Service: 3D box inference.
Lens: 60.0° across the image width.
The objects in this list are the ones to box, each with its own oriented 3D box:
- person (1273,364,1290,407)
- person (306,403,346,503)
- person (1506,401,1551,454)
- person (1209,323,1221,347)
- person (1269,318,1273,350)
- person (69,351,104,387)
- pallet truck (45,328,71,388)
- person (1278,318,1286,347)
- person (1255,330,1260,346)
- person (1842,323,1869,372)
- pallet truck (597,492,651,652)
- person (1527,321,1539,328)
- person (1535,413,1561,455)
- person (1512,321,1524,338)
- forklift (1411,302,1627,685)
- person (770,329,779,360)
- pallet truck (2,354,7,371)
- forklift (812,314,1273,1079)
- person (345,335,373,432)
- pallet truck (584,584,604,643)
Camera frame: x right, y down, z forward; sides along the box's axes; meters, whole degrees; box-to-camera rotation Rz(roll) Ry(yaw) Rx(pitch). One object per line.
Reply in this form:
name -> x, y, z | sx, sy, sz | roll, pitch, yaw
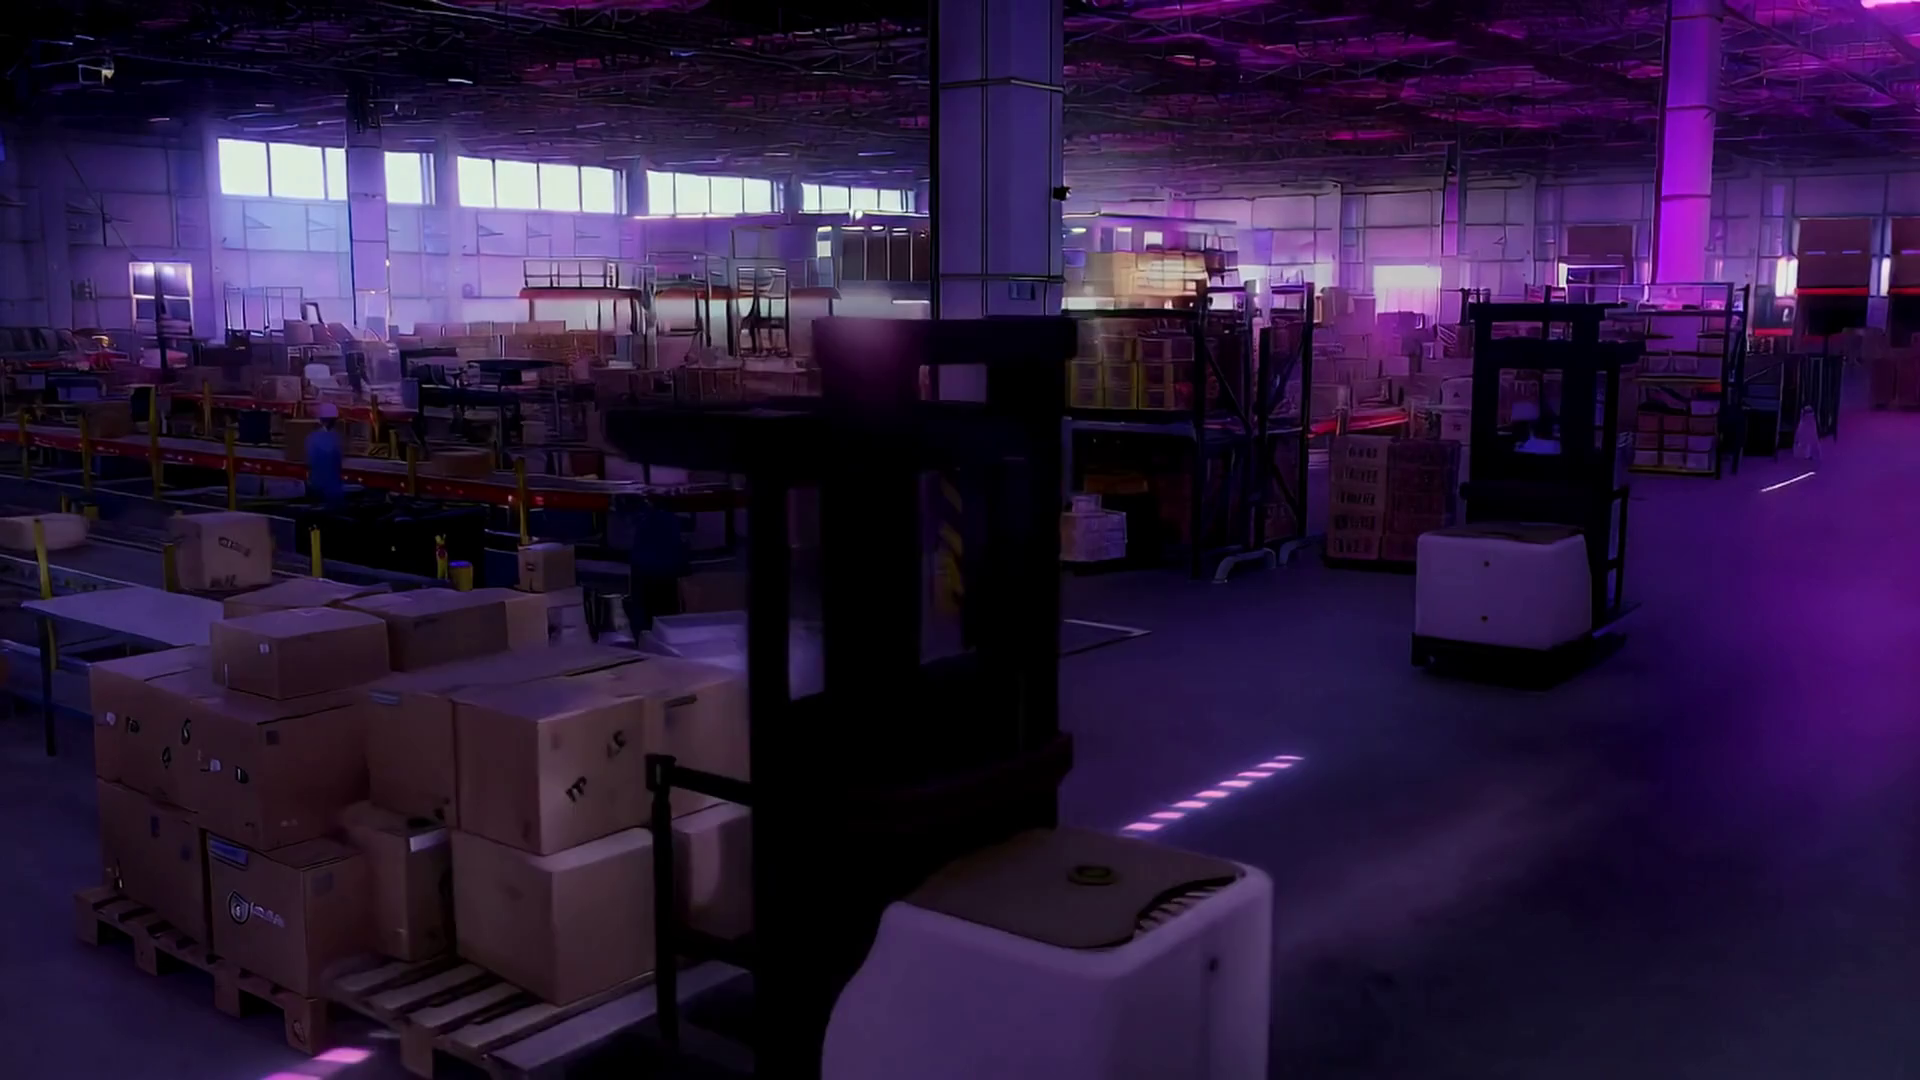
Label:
person -> 5.996, -2.528, 31.212 | 0.524, 1.589, 0.816 | 6, 11, 37
person -> -6.759, -0.601, 17.833 | 0.881, 1.727, 0.539 | 3, 9, 22
person -> 5.197, -0.346, 15.550 | 0.980, 1.885, 0.575 | 0, 8, -2
person -> 8.168, -6.042, 53.780 | 0.604, 1.925, 0.796 | -2, 9, -11
person -> 15.863, -10.647, 84.692 | 0.628, 1.972, 0.652 | 3, 9, 21
person -> -19.080, -3.438, 36.455 | 0.637, 1.871, 0.830 | 5, 10, 31
pallet truck -> -23.775, -4.544, 43.495 | 1.885, 1.965, 0.823 | 6, 10, 35
person -> 15.273, -9.801, 79.363 | 0.612, 1.889, 1.018 | -3, 9, -17
person -> 12.490, -8.203, 69.066 | 0.492, 1.721, 0.616 | 2, 9, 13
person -> 32.741, -7.006, 60.705 | 0.764, 1.818, 0.629 | 8, 11, 42
pallet truck -> -3.115, 0.344, 12.883 | 0.653, 1.274, 1.630 | 7, 11, 37
person -> 25.797, -9.177, 74.972 | 0.565, 1.922, 0.419 | 0, 8, -1
person -> 6.112, -0.512, 17.491 | 0.541, 1.645, 0.912 | 5, 10, 28
person -> 26.389, -9.688, 78.736 | 0.649, 1.829, 0.488 | -3, 9, -20
forklift -> 4.379, -0.438, 12.852 | 1.129, 2.768, 1.873 | 7, 11, 37
person -> -6.937, -7.214, 62.000 | 0.345, 1.847, 0.508 | 5, 10, 29
pallet truck -> -24.881, -4.417, 42.634 | 1.885, 1.965, 0.823 | 8, 11, 41
forklift -> -0.020, 0.674, 5.354 | 1.873, 2.768, 1.129 | 7, 11, 37
person -> -12.563, -3.261, 34.723 | 0.605, 2.034, 0.389 | 8, 12, 43
pallet truck -> -1.426, 0.805, 10.019 | 1.601, 1.201, 0.680 | -4, 9, -26
